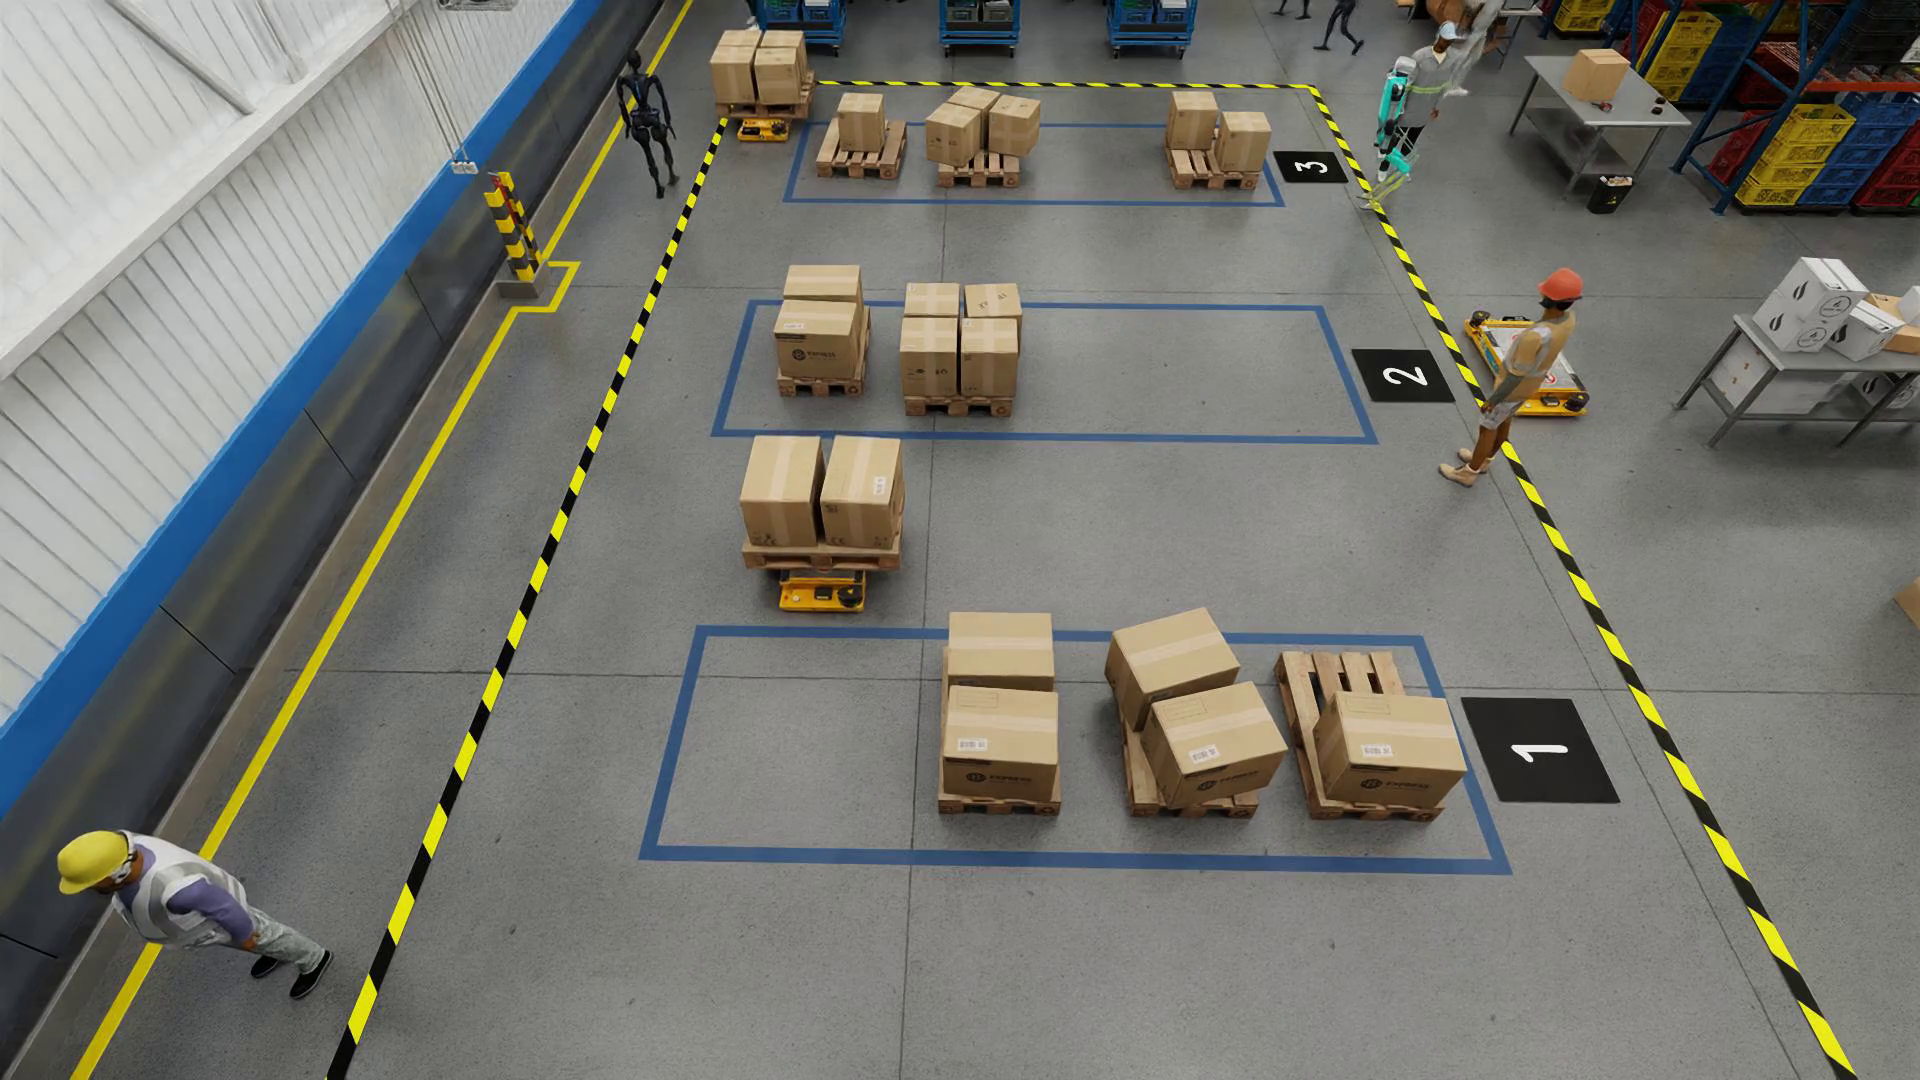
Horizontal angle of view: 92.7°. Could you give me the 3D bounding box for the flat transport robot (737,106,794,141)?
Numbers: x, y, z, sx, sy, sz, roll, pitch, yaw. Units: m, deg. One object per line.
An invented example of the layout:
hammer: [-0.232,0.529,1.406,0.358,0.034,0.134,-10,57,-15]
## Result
flat transport robot: [-2.634,-5.935,12.652,0.652,0.197,1.431,1,49,1]

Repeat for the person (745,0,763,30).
person: [-3.351,-8.876,14.171,0.477,1.857,0.521,-4,49,-4]

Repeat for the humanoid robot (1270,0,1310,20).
humanoid robot: [5.464,-9.146,14.534,0.679,1.633,0.589,-12,50,-10]

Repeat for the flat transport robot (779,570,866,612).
flat transport robot: [-1.067,-0.038,7.547,0.652,0.197,1.431,1,49,1]

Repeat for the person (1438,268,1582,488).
person: [4.489,-1.276,7.469,0.609,2.038,0.393,-29,55,-23]

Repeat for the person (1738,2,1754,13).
person: [13.145,-9.580,14.663,0.395,2.040,0.607,7,49,6]

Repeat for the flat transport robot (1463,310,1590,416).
flat transport robot: [5.573,-1.757,9.054,0.659,0.231,1.431,1,49,1]

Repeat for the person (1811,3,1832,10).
person: [12.956,-8.200,13.648,0.533,1.775,0.325,-26,54,-21]

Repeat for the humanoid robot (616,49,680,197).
humanoid robot: [-3.720,-4.967,10.907,0.589,1.643,0.523,-7,50,-6]

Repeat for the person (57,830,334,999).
person: [-3.959,1.962,4.801,0.598,1.829,0.404,19,52,16]

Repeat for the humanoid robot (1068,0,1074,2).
humanoid robot: [1.840,-9.773,15.091,0.545,1.904,0.726,-29,55,-22]

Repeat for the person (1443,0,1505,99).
person: [7.070,-6.937,12.510,0.686,1.833,0.335,-29,55,-23]

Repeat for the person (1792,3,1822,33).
person: [12.639,-8.156,13.656,0.861,1.684,0.503,8,50,7]

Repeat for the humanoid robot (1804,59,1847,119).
humanoid robot: [10.921,-5.717,11.552,0.307,1.650,0.610,16,51,14]

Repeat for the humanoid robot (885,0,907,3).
humanoid robot: [-1.115,-9.828,15.099,0.599,1.657,0.315,20,52,17]

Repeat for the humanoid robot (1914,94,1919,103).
humanoid robot: [13.227,-6.390,12.110,0.551,1.774,0.852,32,56,25]

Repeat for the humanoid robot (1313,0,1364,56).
humanoid robot: [5.863,-8.142,13.662,0.672,1.634,0.599,5,49,4]

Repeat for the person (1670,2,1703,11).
person: [10.458,-7.652,13.136,0.826,1.816,0.510,3,49,3]

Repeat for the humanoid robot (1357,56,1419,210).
humanoid robot: [5.024,-4.592,10.448,0.735,1.677,0.533,9,50,8]

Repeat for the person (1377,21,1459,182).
person: [5.513,-5.221,11.005,0.588,1.852,0.372,-6,49,-6]

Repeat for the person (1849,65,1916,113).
person: [11.967,-6.048,11.729,0.626,1.840,0.429,-17,51,-14]
